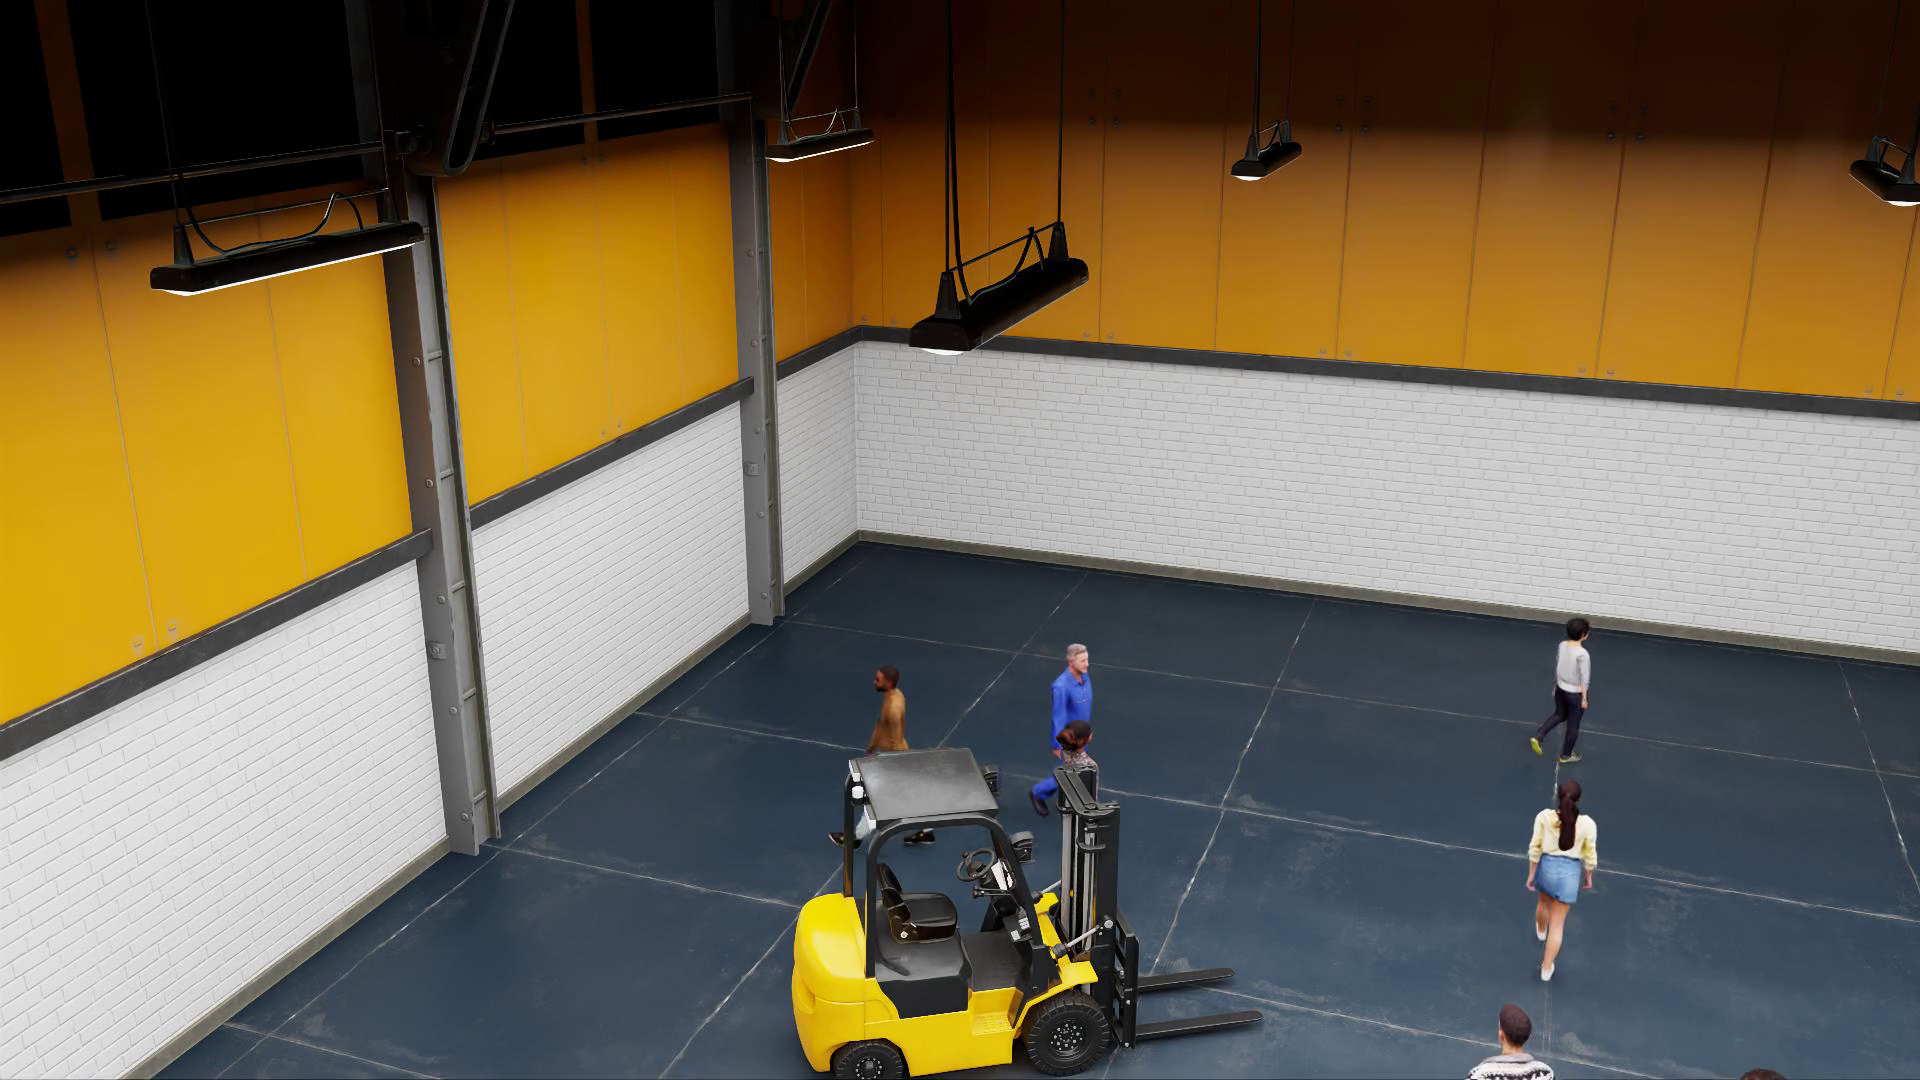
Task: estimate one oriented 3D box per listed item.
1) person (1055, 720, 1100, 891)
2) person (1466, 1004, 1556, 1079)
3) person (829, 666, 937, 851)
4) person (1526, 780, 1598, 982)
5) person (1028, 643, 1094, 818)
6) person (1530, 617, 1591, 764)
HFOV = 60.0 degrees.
[{"bbox_3d":[0.984,2.292,13.924,0.741,1.713,0.683,-9,21,-25],"label":"person"},{"bbox_3d":[3.210,3.641,9.720,0.930,1.840,1.021,-4,19,-12],"label":"person"},{"bbox_3d":[-0.500,1.963,14.819,1.025,1.766,1.219,-1,19,-2],"label":"person"},{"bbox_3d":[4.659,2.676,12.970,0.685,1.594,1.026,7,20,21],"label":"person"},{"bbox_3d":[0.953,1.781,15.293,0.885,1.808,0.857,12,22,31],"label":"person"},{"bbox_3d":[6.002,1.511,16.513,0.866,1.540,0.824,-7,20,-19],"label":"person"}]
